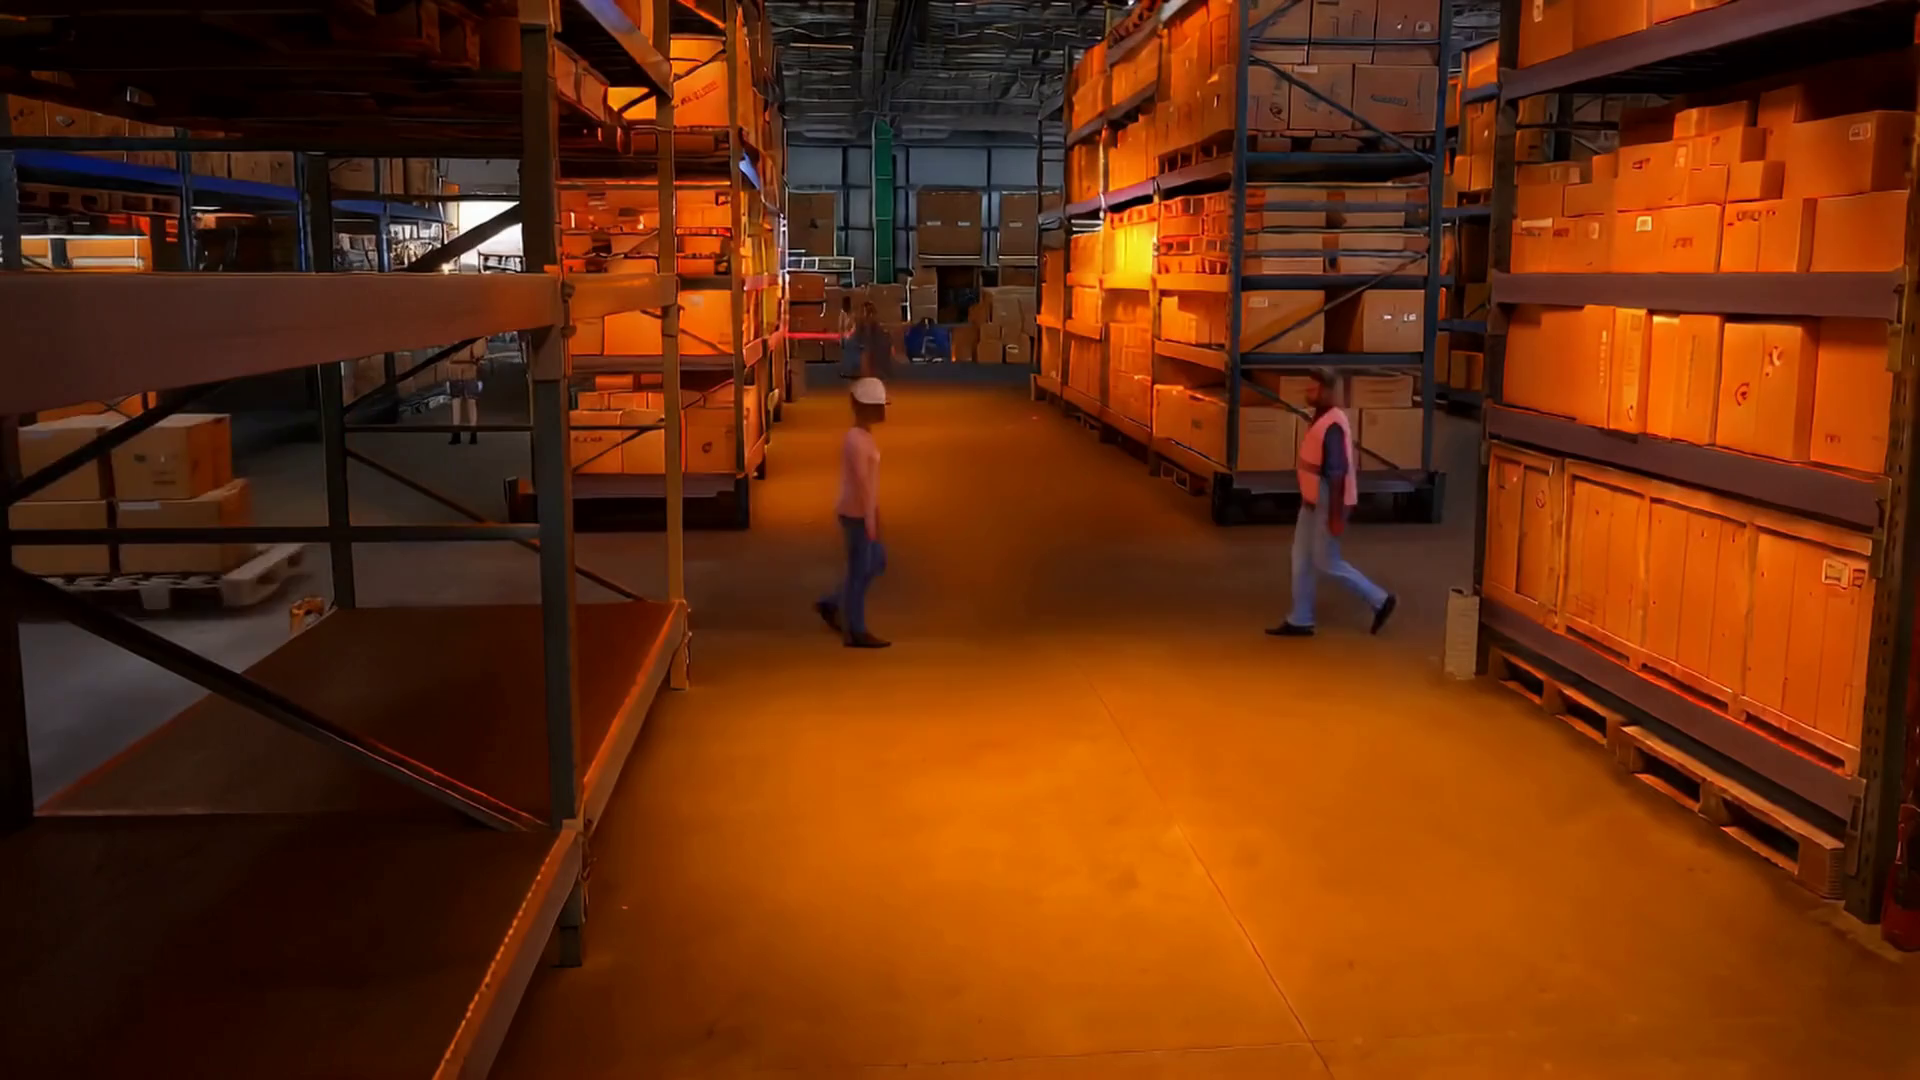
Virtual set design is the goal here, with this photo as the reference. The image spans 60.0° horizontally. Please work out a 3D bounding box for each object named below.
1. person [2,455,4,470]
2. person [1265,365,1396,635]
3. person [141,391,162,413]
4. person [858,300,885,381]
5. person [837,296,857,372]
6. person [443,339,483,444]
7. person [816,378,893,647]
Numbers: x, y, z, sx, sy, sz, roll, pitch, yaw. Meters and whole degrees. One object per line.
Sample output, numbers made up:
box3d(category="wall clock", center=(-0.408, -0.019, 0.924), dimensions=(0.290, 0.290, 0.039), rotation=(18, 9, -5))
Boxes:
box3d(category="person", center=(-7.672, -0.571, 12.889), dimensions=(0.927, 1.869, 0.648), rotation=(0, 9, 3))
box3d(category="person", center=(2.470, -0.241, 10.976), dimensions=(0.771, 1.822, 0.569), rotation=(0, 9, -1))
box3d(category="person", center=(-13.395, -2.809, 27.465), dimensions=(0.535, 1.699, 0.322), rotation=(-5, 10, -28))
box3d(category="person", center=(-1.861, -3.967, 34.116), dimensions=(0.474, 1.890, 0.675), rotation=(-1, 9, -4))
box3d(category="person", center=(-2.696, -5.092, 41.209), dimensions=(0.910, 1.880, 0.625), rotation=(4, 10, 25))
box3d(category="person", center=(-7.062, -2.316, 23.634), dimensions=(0.547, 1.934, 0.376), rotation=(-1, 9, -4))
box3d(category="person", center=(-0.645, -0.165, 10.708), dimensions=(0.442, 1.747, 0.522), rotation=(0, 9, -2))
